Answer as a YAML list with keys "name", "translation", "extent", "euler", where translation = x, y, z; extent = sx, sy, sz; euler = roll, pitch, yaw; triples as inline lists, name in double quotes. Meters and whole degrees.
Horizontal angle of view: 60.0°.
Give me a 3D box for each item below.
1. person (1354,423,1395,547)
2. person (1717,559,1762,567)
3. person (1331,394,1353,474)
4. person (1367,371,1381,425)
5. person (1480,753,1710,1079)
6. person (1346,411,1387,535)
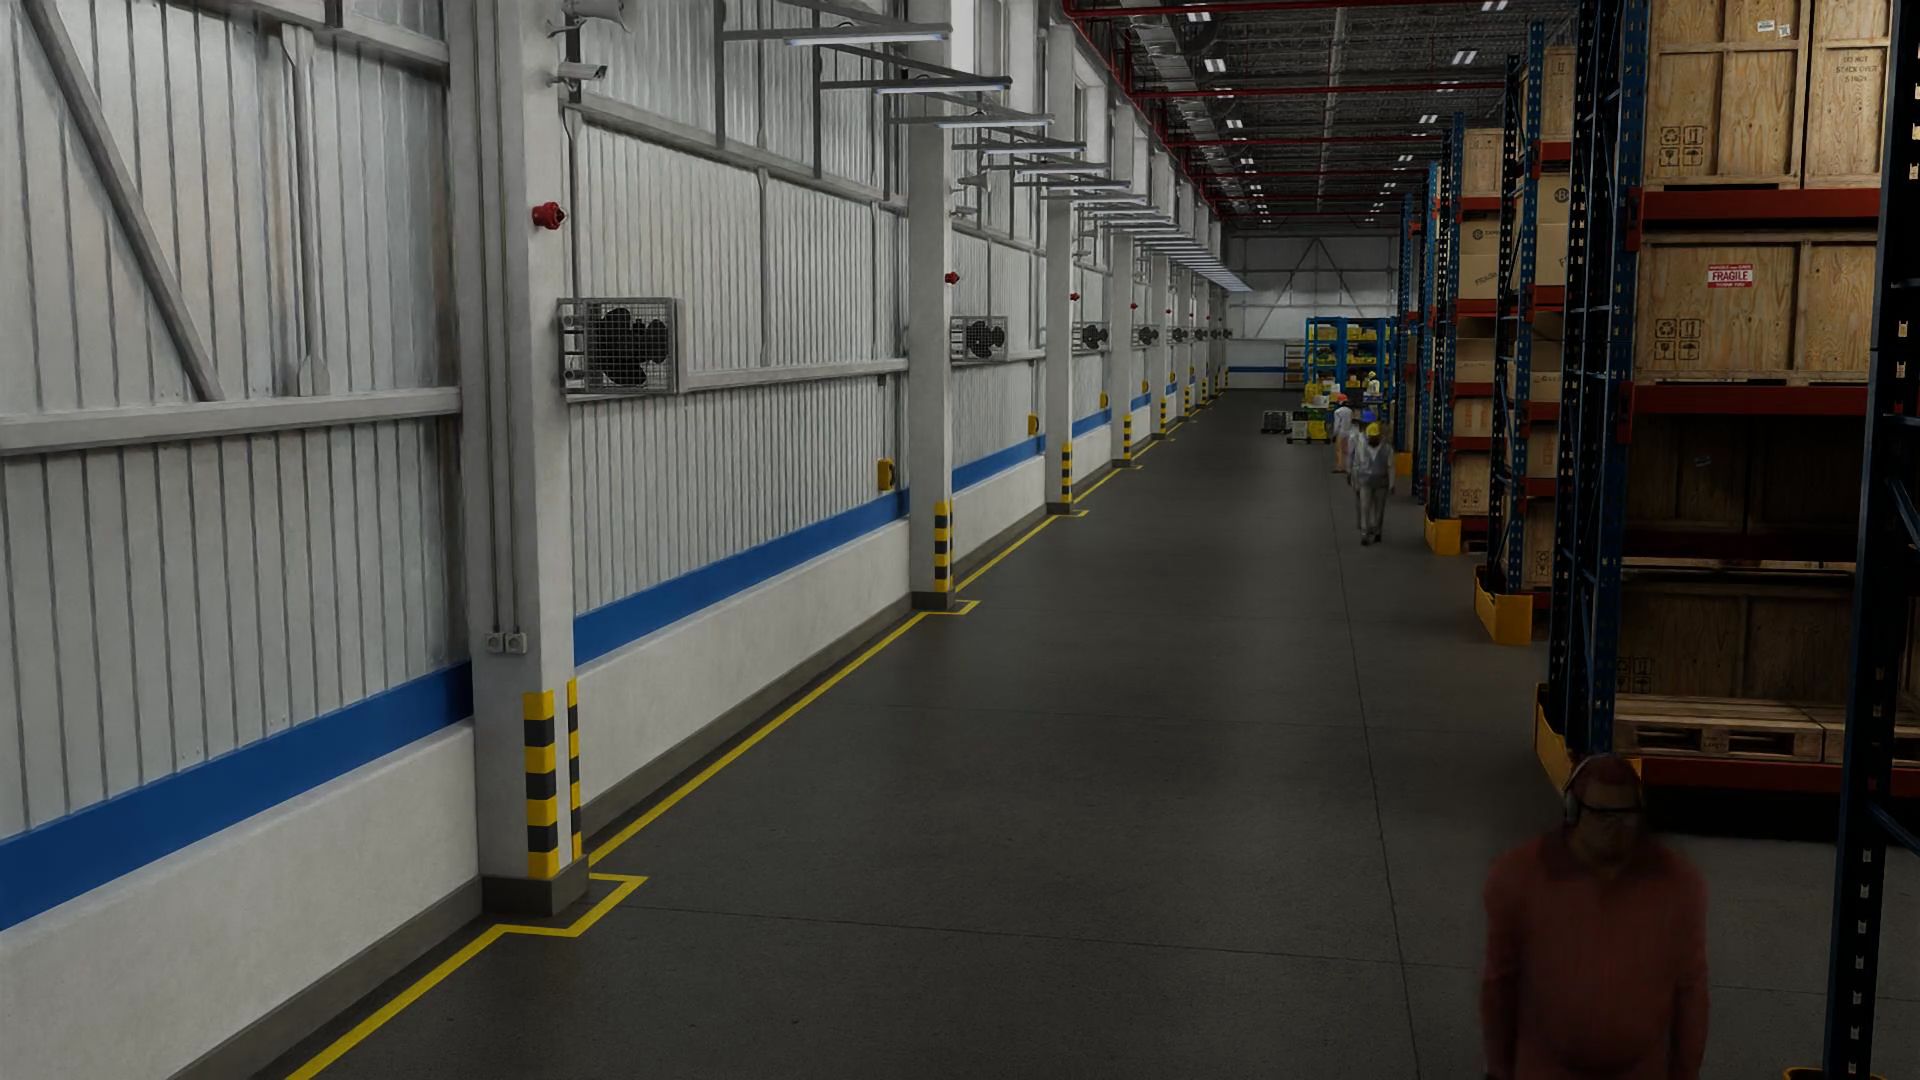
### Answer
- name: "person"
  translation: [6.055, -0.820, 24.290]
  extent: [0.594, 1.798, 0.900]
  euler: [2, 7, 17]
- name: "person"
  translation: [6.562, 0.533, 14.061]
  extent: [0.523, 1.636, 0.311]
  euler: [-4, 8, -28]
- name: "person"
  translation: [8.374, -2.331, 36.502]
  extent: [0.572, 1.755, 0.319]
  euler: [-6, 9, -39]
- name: "person"
  translation: [13.566, -4.637, 54.707]
  extent: [0.403, 1.824, 0.589]
  euler: [7, 10, 44]
- name: "person"
  translation: [1.891, 1.539, 5.015]
  extent: [0.651, 1.890, 0.617]
  euler: [1, 7, 8]
- name: "person"
  translation: [6.301, -1.058, 25.814]
  extent: [0.619, 1.905, 1.022]
  euler: [1, 7, 7]
